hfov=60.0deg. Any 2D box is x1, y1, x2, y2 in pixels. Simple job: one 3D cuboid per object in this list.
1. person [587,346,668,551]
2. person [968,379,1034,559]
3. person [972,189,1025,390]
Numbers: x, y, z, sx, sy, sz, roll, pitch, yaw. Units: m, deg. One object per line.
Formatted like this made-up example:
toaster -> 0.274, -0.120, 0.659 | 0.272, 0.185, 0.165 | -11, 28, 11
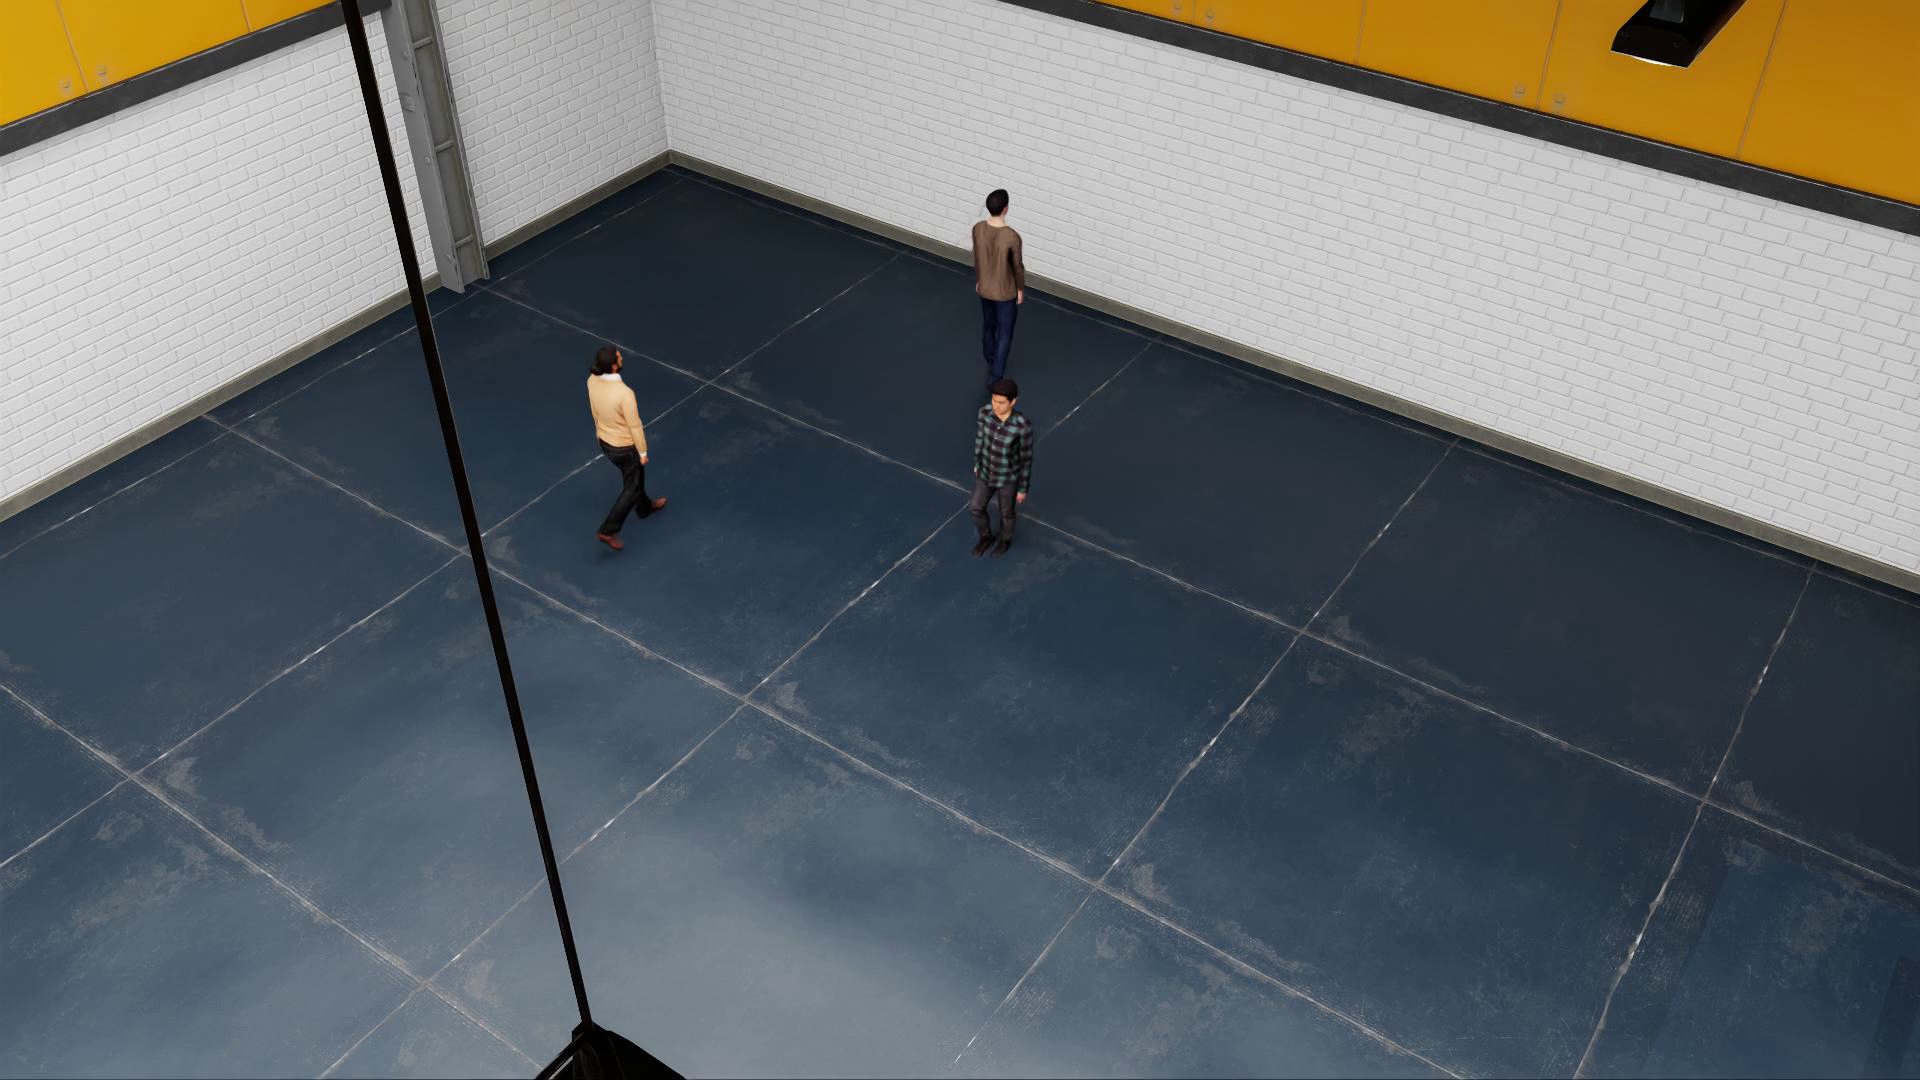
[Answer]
person -> -2.692, -0.715, 13.019 | 0.725, 1.730, 1.099 | 28, 46, 30
person -> 0.335, -0.581, 12.967 | 0.725, 1.706, 0.612 | 19, 42, 23
person -> 0.321, -2.228, 14.779 | 0.669, 1.898, 0.826 | 21, 43, 24
